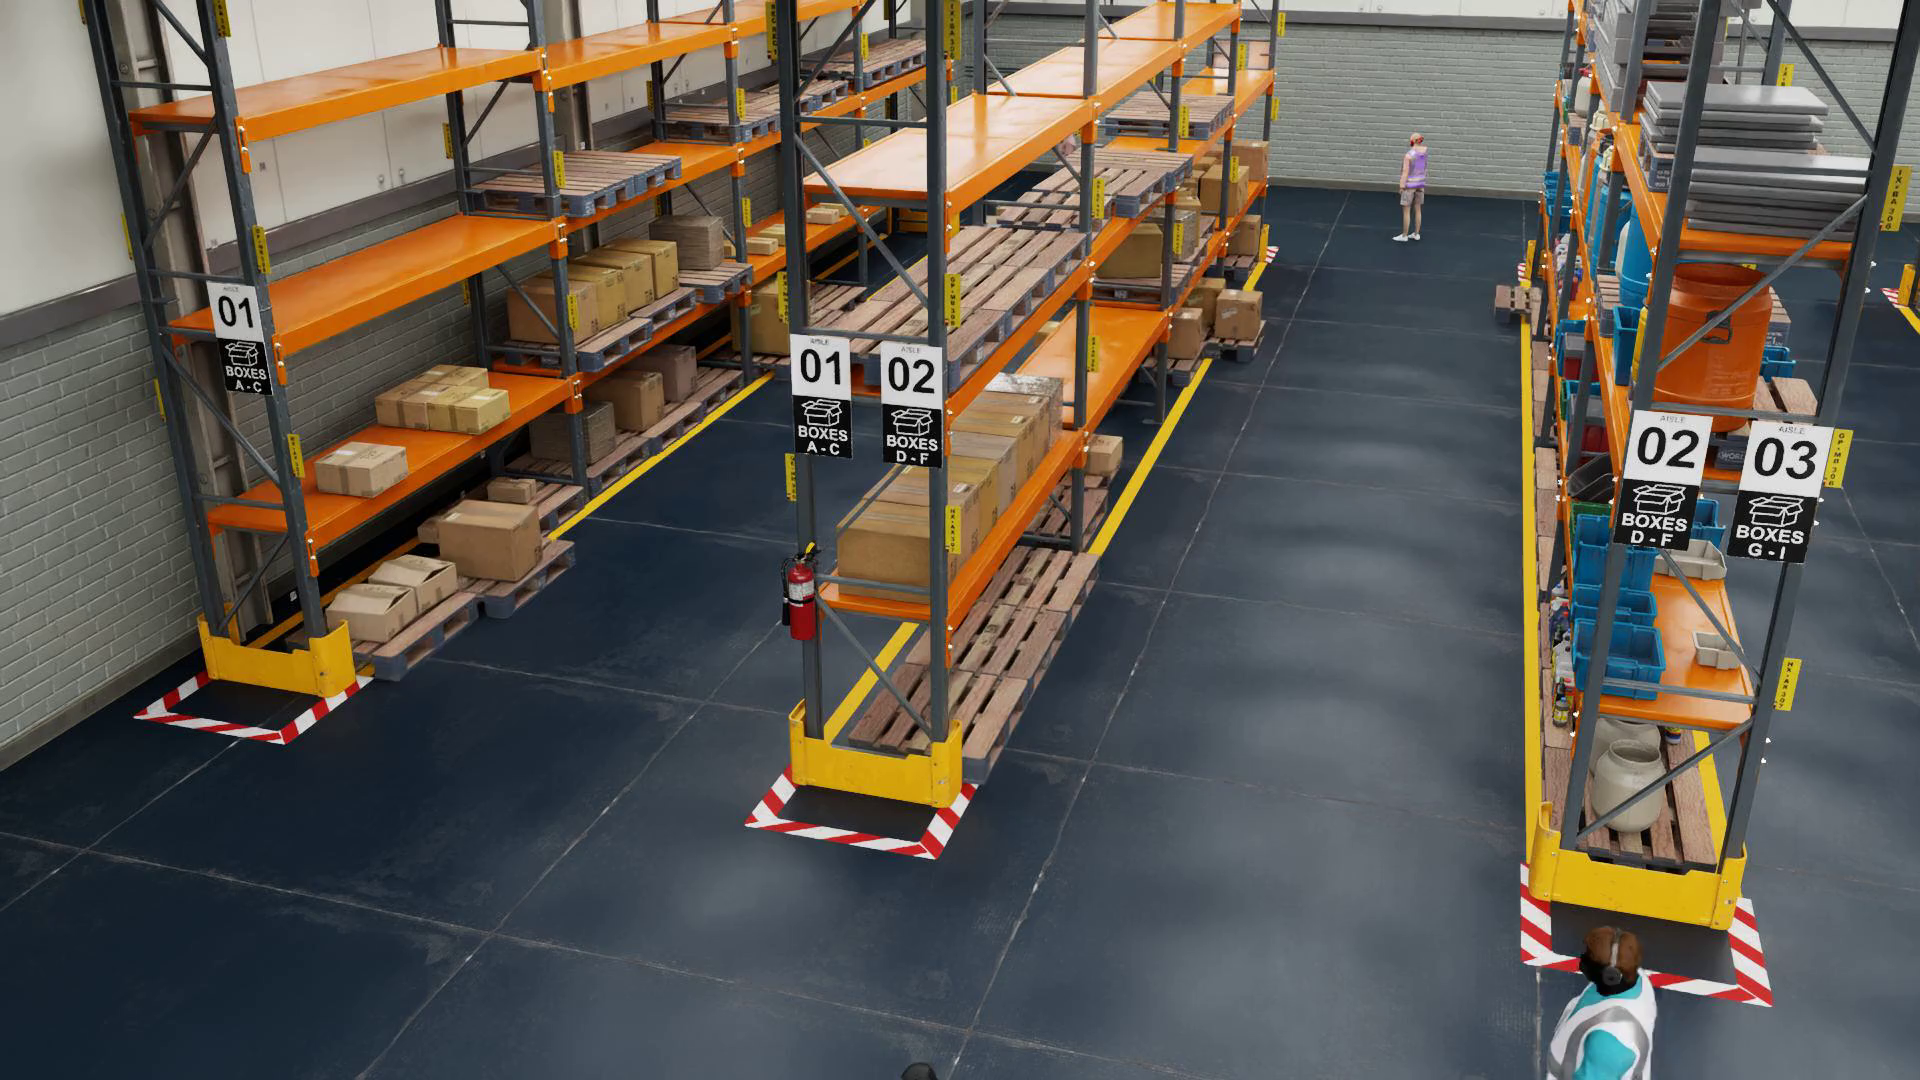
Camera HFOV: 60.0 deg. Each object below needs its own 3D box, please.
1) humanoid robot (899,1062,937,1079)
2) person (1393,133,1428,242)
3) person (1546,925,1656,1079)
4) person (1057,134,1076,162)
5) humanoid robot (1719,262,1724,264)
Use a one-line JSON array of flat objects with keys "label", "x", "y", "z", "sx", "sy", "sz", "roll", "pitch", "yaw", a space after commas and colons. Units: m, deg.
[{"label": "humanoid robot", "x": -0.194, "y": 2.809, "z": 6.896, "sx": 0.609, "sy": 1.644, "sz": 0.338, "roll": 2, "pitch": 23, "yaw": 6}, {"label": "person", "x": 7.150, "y": -5.565, "z": 26.290, "sx": 0.489, "sy": 1.688, "sz": 0.352, "roll": -13, "pitch": 27, "yaw": -28}, {"label": "person", "x": 2.820, "y": 2.505, "z": 7.445, "sx": 0.971, "sy": 1.798, "sz": 0.623, "roll": 9, "pitch": 25, "yaw": 21}, {"label": "person", "x": 1.740, "y": -5.966, "z": 27.088, "sx": 0.336, "sy": 1.794, "sz": 0.507, "roll": 0, "pitch": 23, "yaw": -1}, {"label": "humanoid robot", "x": 11.491, "y": -4.832, "z": 24.618, "sx": 0.600, "sy": 1.641, "sz": 0.673, "roll": -19, "pitch": 30, "yaw": -38}]
